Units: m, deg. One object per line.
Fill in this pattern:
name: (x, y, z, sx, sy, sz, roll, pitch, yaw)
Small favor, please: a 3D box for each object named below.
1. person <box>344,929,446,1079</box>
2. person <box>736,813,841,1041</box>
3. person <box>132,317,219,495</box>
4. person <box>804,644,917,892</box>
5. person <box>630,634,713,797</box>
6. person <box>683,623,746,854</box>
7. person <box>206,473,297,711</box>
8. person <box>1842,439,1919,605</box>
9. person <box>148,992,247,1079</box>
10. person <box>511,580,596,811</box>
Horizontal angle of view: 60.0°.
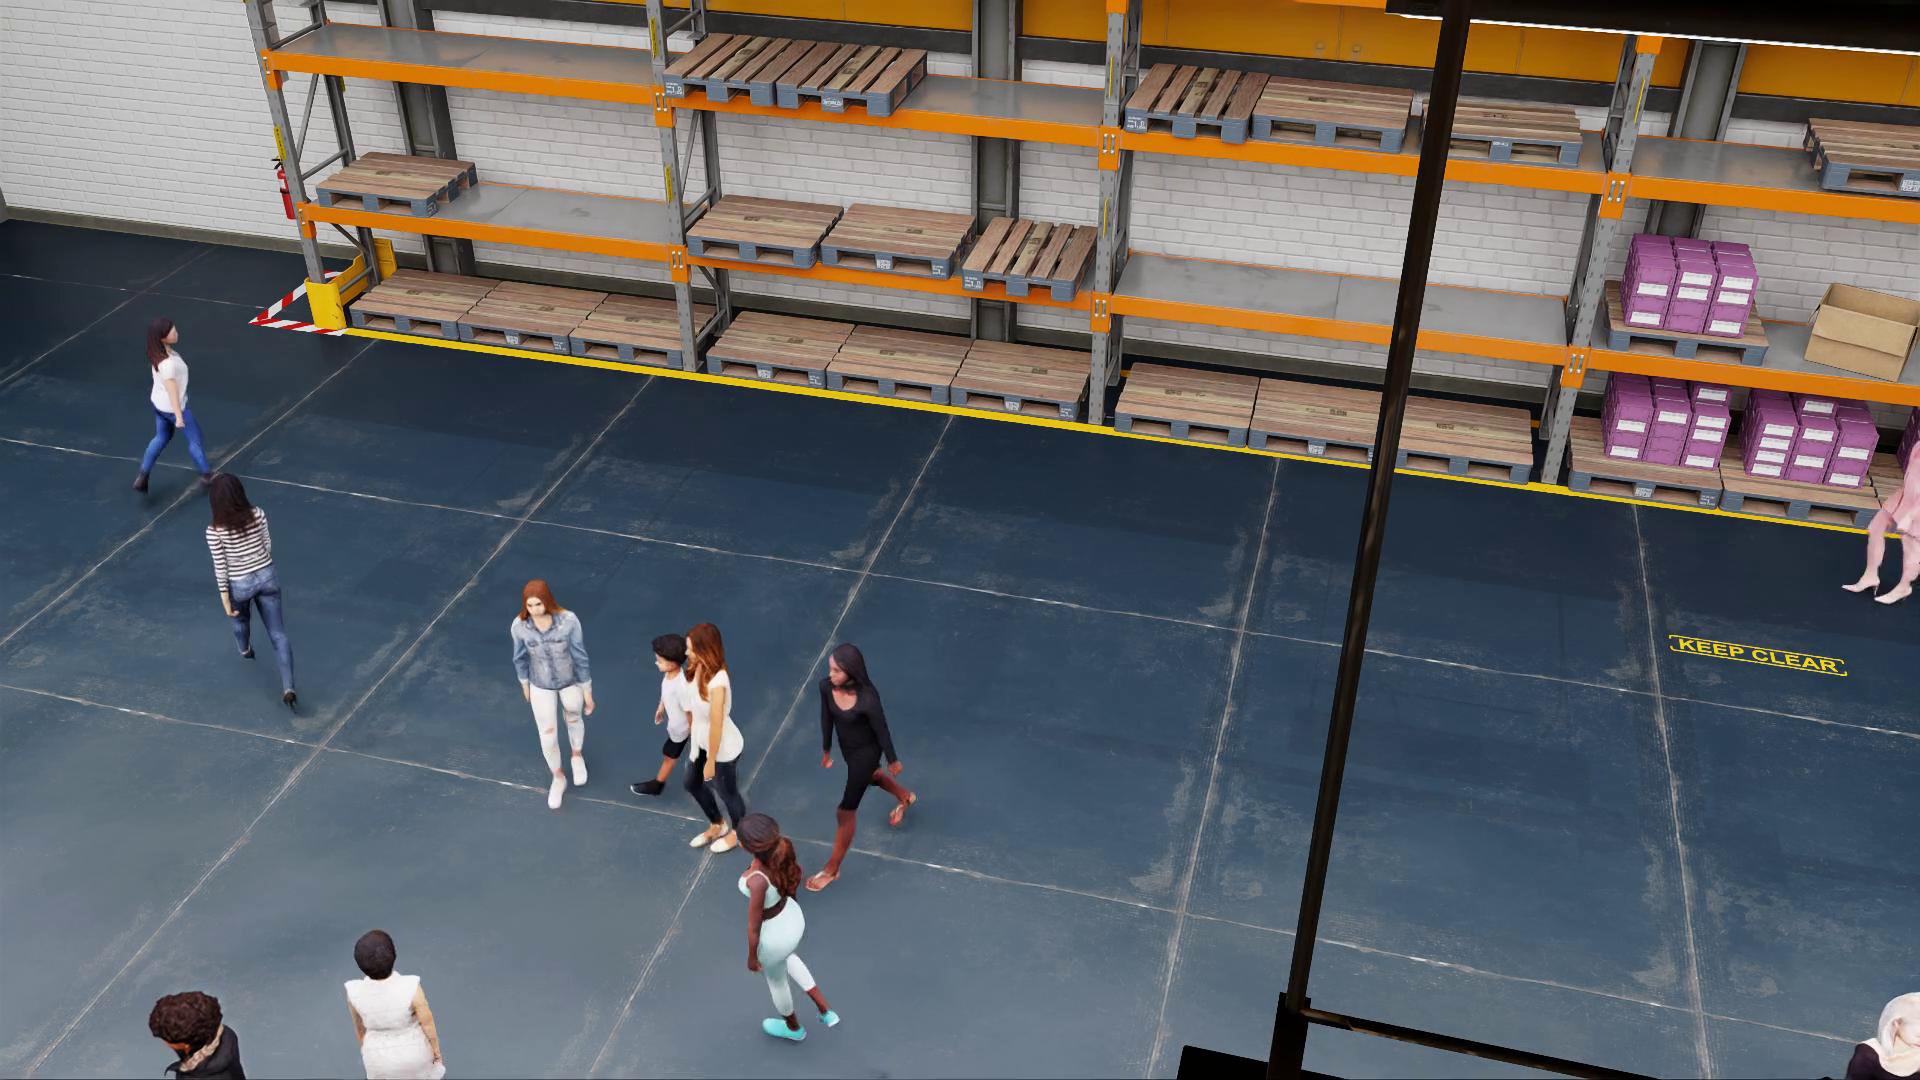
person: (-2.826, 2.615, 8.351, 0.817, 1.535, 0.809, -5, 34, -7)
person: (-0.901, 2.143, 8.906, 0.741, 1.708, 0.640, 17, 37, 24)
person: (-6.606, -1.064, 13.784, 1.063, 1.649, 1.050, 28, 43, 35)
person: (-0.556, 1.291, 10.223, 1.254, 1.669, 1.110, 27, 42, 35)
person: (-1.742, 1.128, 10.873, 0.947, 1.220, 0.778, -11, 35, -16)
person: (-1.428, 1.212, 10.247, 0.772, 1.773, 0.711, -18, 38, -25)
person: (-4.822, 0.404, 11.498, 1.015, 1.735, 1.219, -27, 42, -35)
person: (7.249, -0.250, 12.437, 0.725, 1.784, 0.674, 4, 34, 6)
person: (-3.444, 2.791, 7.870, 0.738, 1.774, 0.714, -8, 35, -12)
person: (-2.619, 0.889, 10.817, 0.798, 1.682, 0.850, -7, 34, -11)
